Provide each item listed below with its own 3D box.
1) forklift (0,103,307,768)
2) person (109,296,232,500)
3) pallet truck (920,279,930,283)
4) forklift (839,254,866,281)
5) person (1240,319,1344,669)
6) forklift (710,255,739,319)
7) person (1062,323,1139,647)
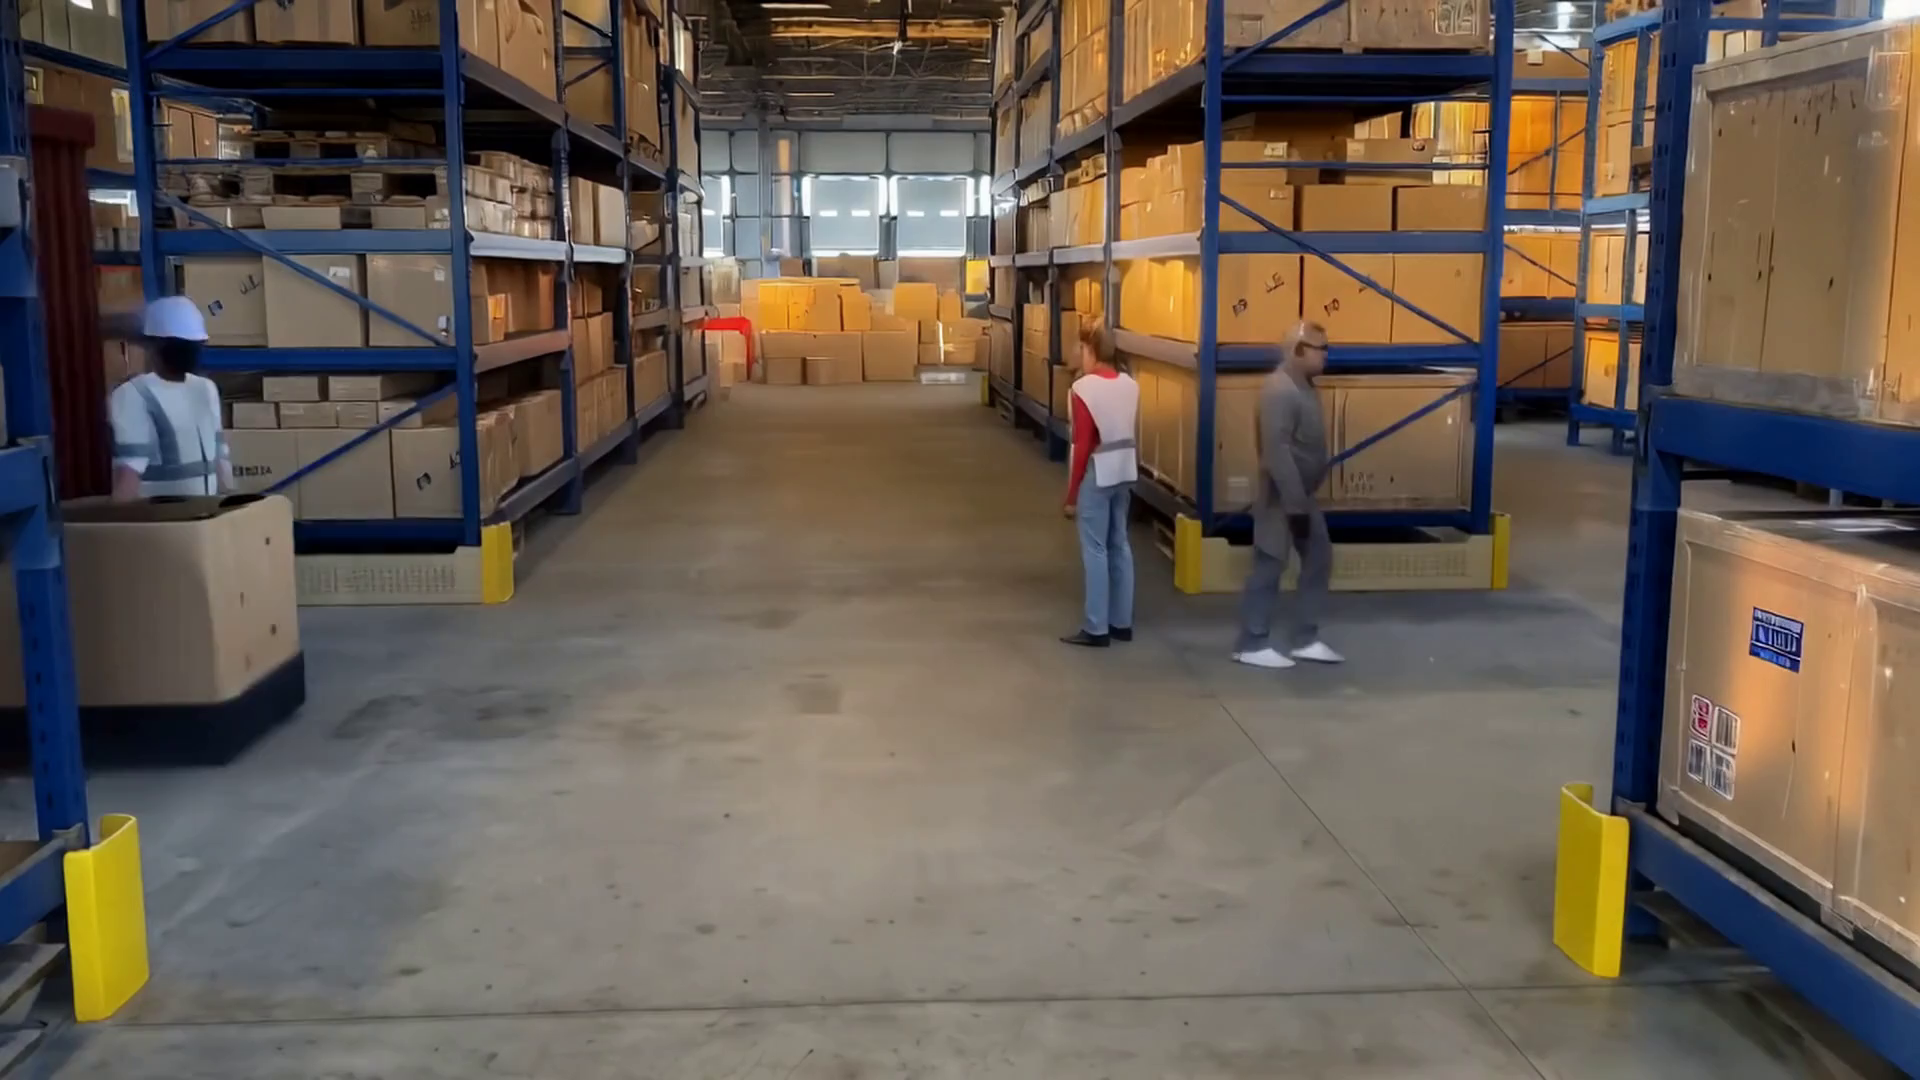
[{"bbox_3d":[-4.052,-0.475,7.311,1.873,2.768,1.129,-1,9,-4],"label":"forklift"},{"bbox_3d":[-3.598,-0.106,7.691,0.453,2.030,0.605,2,9,13],"label":"person"},{"bbox_3d":[-0.932,-8.922,63.114,1.885,1.965,0.823,2,9,13],"label":"pallet truck"},{"bbox_3d":[-3.693,-8.485,57.608,1.129,2.768,1.873,-6,11,-32],"label":"forklift"},{"bbox_3d":[1.826,-0.226,8.861,0.692,1.880,0.676,3,10,21],"label":"person"},{"bbox_3d":[-8.368,-8.713,59.038,1.129,2.768,1.873,-1,9,-4],"label":"forklift"},{"bbox_3d":[0.816,-0.308,9.503,0.373,1.843,0.571,8,12,40],"label":"person"}]
